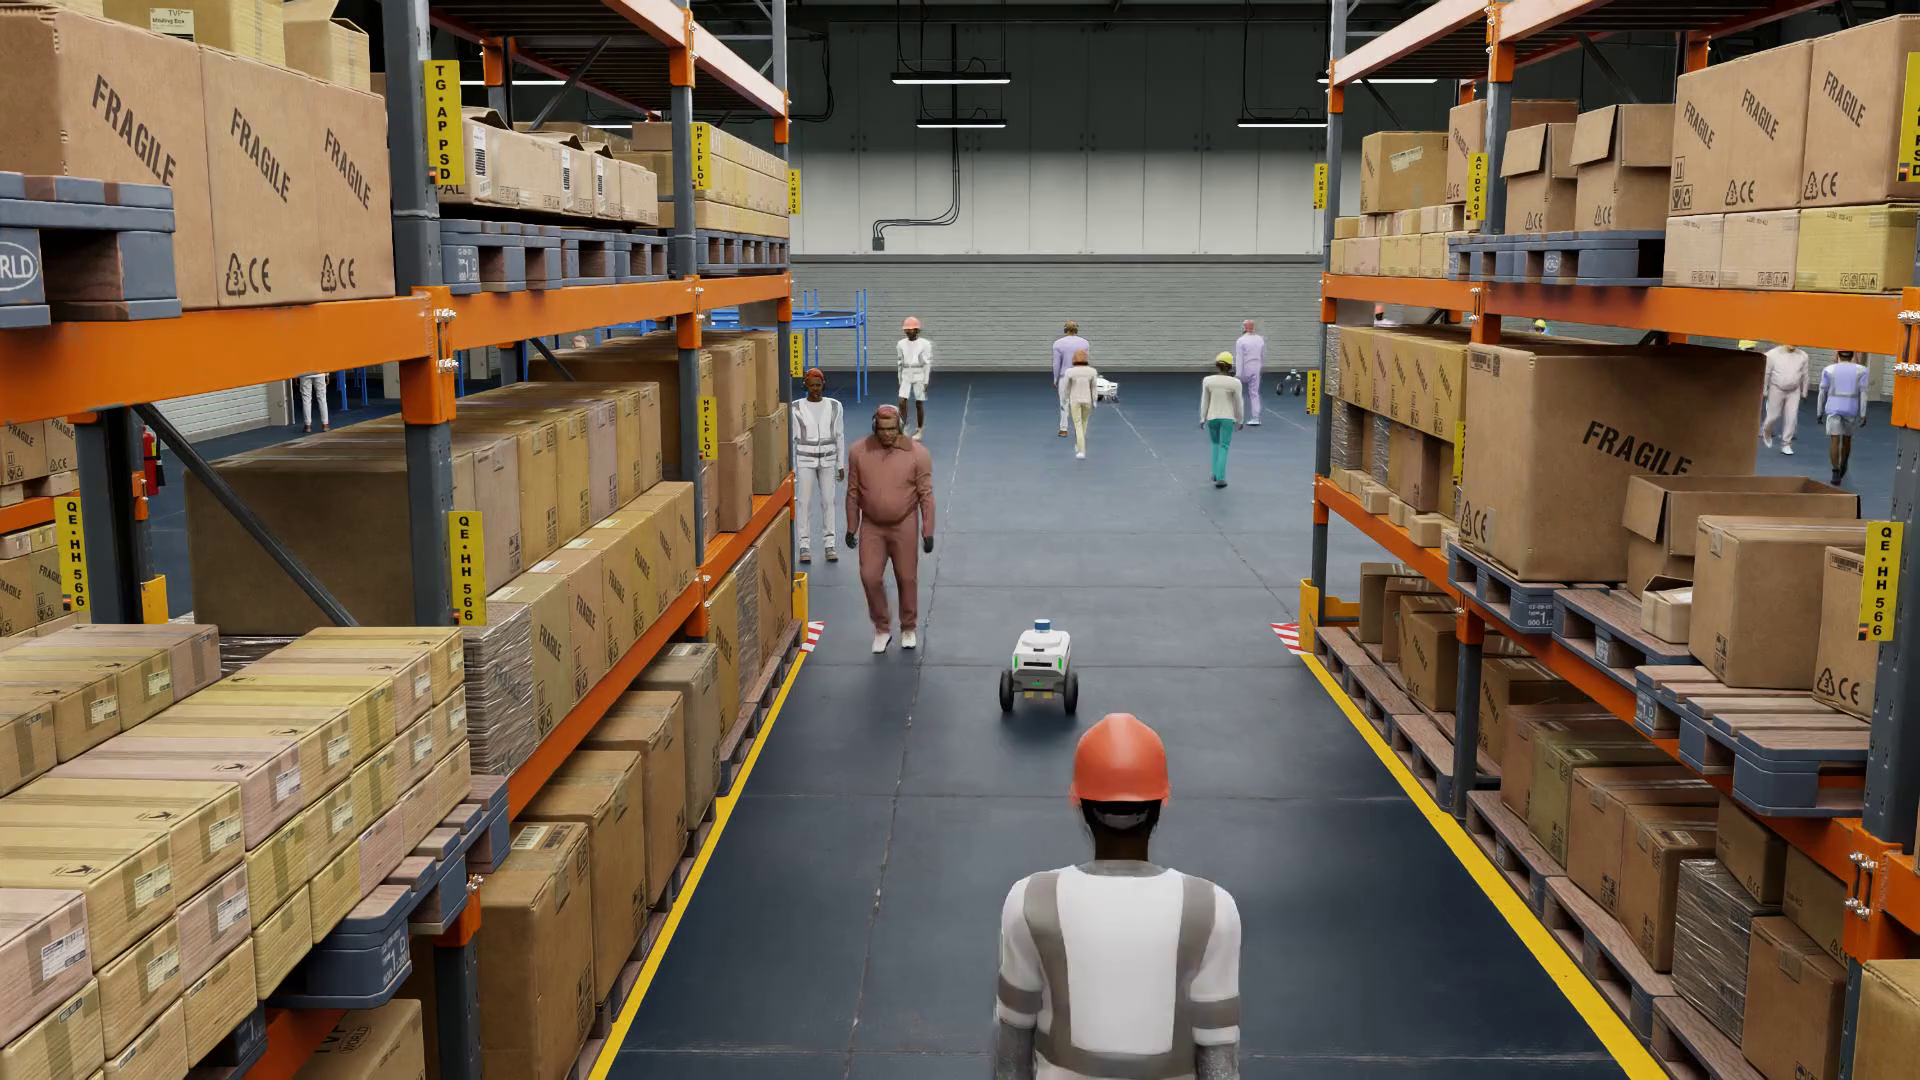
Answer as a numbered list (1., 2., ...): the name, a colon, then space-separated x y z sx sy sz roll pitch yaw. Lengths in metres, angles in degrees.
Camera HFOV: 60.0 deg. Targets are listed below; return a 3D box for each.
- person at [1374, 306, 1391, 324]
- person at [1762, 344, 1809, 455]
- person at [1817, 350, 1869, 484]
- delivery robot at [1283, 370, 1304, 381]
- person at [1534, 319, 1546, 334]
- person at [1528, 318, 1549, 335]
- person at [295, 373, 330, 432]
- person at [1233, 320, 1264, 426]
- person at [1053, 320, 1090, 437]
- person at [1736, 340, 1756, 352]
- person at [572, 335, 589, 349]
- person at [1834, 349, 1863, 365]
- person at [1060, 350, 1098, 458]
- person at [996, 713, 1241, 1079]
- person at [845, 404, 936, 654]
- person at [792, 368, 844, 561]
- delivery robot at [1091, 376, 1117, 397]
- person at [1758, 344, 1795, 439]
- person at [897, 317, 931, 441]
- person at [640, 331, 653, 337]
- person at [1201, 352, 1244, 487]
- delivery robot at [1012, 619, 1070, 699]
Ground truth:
1. person: 9.740 -4.513 38.811 0.564 1.886 1.011 7 12 36
2. person: 12.580 -2.266 25.429 0.689 1.878 0.664 1 10 9
3. person: 11.701 -1.722 22.084 0.573 1.890 0.981 4 10 24
4. delivery robot: 7.354 -3.645 36.693 0.335 0.223 0.698 7 12 35
5. person: 11.847 -3.661 34.179 0.616 1.764 0.538 -5 11 -27
6. person: 13.895 -4.605 40.078 0.530 1.633 0.882 7 12 38
7. person: -11.167 -2.842 28.647 0.602 1.947 0.389 -4 10 -25
8. person: 5.076 -2.998 29.816 0.664 1.867 0.900 -6 11 -32
9. person: 1.854 -2.707 27.864 0.629 1.940 0.372 -2 10 -11
10. person: 11.725 -2.142 24.906 0.603 1.834 0.675 -5 11 -26
11. person: -5.322 -1.946 23.464 0.689 1.880 0.404 -4 10 -21
12. person: 18.090 -3.562 33.879 0.522 1.638 0.310 6 11 32
13. person: 1.762 -2.043 24.883 0.520 1.593 0.816 -2 10 -13
14. person: 0.354 1.342 3.820 0.551 1.873 1.052 1 10 4
15. person: -0.528 -0.085 12.401 0.704 1.856 0.683 1 10 5
16. person: -1.410 -0.735 16.230 0.569 1.881 0.343 -3 10 -17
17. delivery robot: 2.934 -3.190 34.742 0.707 0.478 0.477 9 13 42
18. person: 13.482 -2.535 27.413 0.699 1.740 0.559 8 13 41
19. person: -0.789 -2.587 26.928 0.610 2.019 0.763 3 10 19
20. person: -8.223 -5.412 43.890 0.538 2.000 0.684 7 12 38
21. person: 3.444 -1.580 21.699 0.546 1.742 0.683 5 11 27
22. delivery robot: 0.543 0.770 11.021 0.477 0.478 0.707 1 10 7
